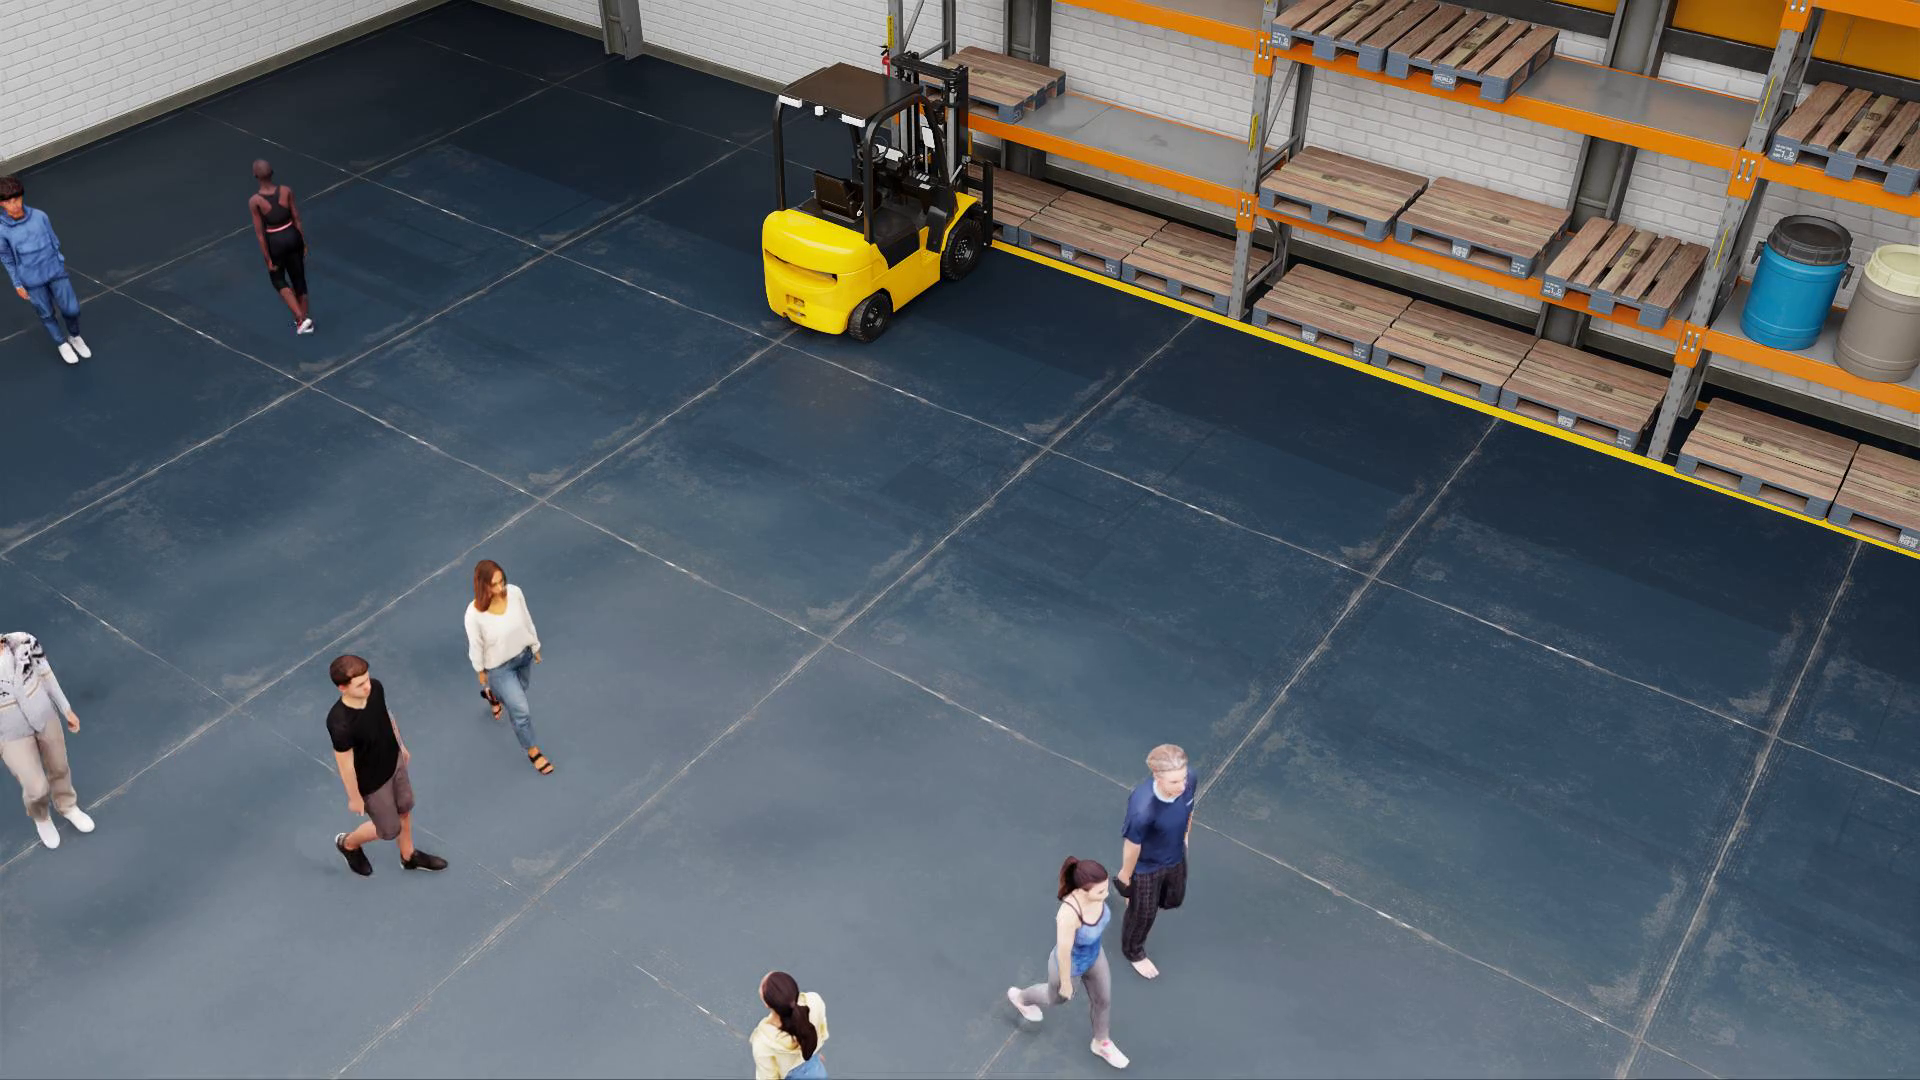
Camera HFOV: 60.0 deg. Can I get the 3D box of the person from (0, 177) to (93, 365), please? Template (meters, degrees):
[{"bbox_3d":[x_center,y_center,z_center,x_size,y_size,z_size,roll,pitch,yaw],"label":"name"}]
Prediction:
[{"bbox_3d":[-8.250,-2.413,14.846,0.734,1.797,0.684,-30,47,-32],"label":"person"}]

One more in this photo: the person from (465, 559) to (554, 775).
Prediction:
[{"bbox_3d":[-3.037,0.759,10.988,1.039,1.654,0.664,27,46,30],"label":"person"}]

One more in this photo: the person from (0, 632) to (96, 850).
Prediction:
[{"bbox_3d":[-5.887,1.108,10.398,0.589,1.846,0.665,25,45,28],"label":"person"}]

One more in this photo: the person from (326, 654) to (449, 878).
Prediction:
[{"bbox_3d":[-3.617,1.369,10.070,1.008,1.848,0.873,7,39,9],"label":"person"}]

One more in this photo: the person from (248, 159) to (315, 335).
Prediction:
[{"bbox_3d":[-6.125,-2.630,15.158,0.709,1.745,0.847,-28,46,-30],"label":"person"}]

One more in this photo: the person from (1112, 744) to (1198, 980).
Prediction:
[{"bbox_3d":[1.059,1.767,9.572,0.821,1.847,0.941,-24,45,-27],"label":"person"}]

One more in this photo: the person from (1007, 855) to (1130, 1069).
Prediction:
[{"bbox_3d":[0.581,2.275,9.147,1.026,1.582,0.635,25,45,28],"label":"person"}]

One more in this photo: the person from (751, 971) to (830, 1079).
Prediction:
[{"bbox_3d":[-0.854,2.751,8.512,0.579,1.631,0.658,28,47,31],"label":"person"}]
